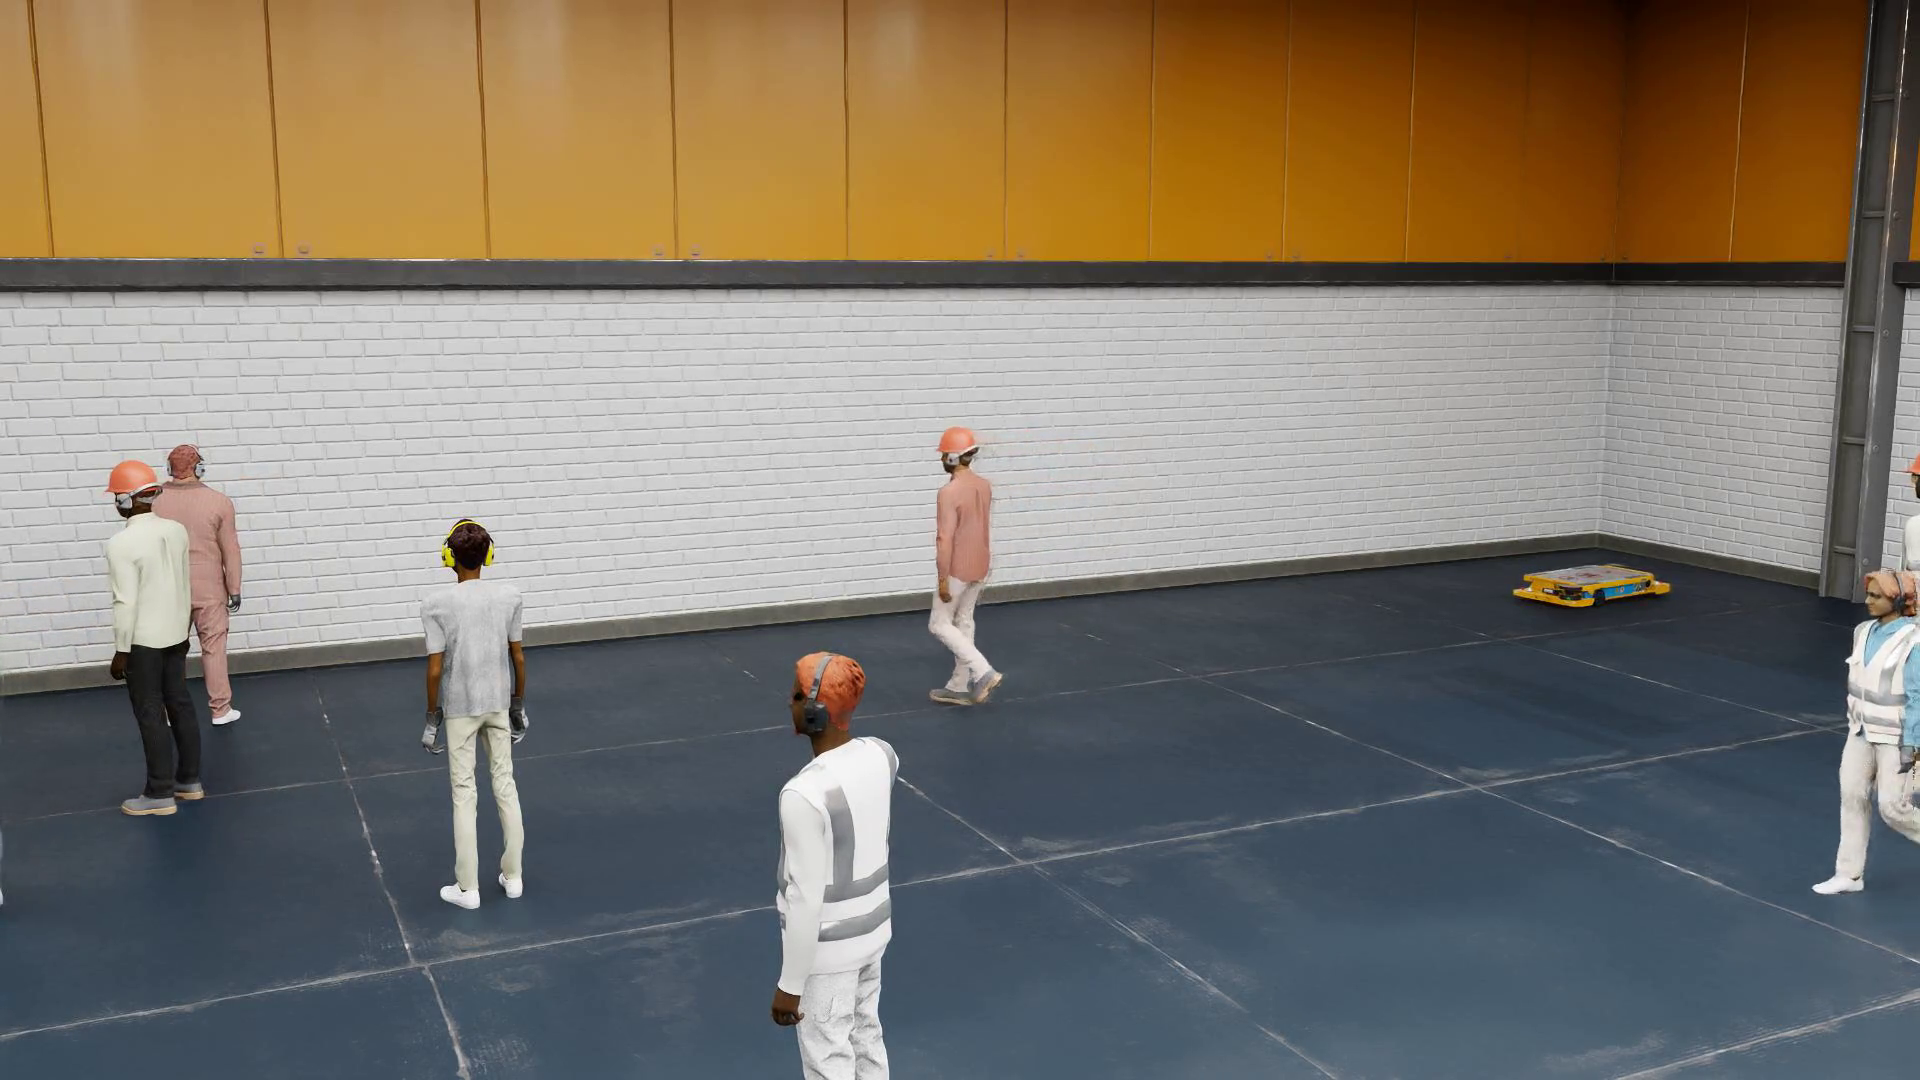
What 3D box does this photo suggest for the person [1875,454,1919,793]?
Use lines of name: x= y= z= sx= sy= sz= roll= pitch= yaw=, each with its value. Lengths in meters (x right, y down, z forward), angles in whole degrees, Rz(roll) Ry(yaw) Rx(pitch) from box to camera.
person: x=5.646 y=0.456 z=9.725 sx=0.605 sy=2.045 sz=0.378 roll=-5 pitch=11 yaw=-30

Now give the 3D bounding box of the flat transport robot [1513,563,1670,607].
flat transport robot: x=5.889 y=0.412 z=15.487 sx=1.431 sy=0.197 sz=0.652 roll=-6 pitch=11 yaw=-32

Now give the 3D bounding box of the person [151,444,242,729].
person: x=-5.116 y=0.309 z=11.103 sx=0.646 sy=1.903 sz=0.401 roll=-1 pitch=9 yaw=-9

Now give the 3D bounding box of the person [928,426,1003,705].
person: x=0.042 y=0.199 z=11.524 sx=0.576 sy=1.976 sz=0.623 roll=6 pitch=11 yaw=34

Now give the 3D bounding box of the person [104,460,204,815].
person: x=-4.556 y=0.543 z=9.341 sx=0.396 sy=1.992 sz=0.622 roll=2 pitch=9 yaw=10

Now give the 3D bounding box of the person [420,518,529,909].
person: x=-2.324 y=0.832 z=7.969 sx=0.516 sy=1.862 sz=0.327 roll=-7 pitch=12 yaw=-37

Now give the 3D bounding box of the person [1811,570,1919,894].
person: x=4.515 y=0.939 z=8.016 sx=0.593 sy=1.627 sz=0.515 roll=-2 pitch=9 yaw=-9

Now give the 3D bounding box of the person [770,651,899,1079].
person: x=-0.400 y=1.268 z=5.186 sx=0.355 sy=1.885 sz=0.575 roll=4 pitch=10 yaw=23
